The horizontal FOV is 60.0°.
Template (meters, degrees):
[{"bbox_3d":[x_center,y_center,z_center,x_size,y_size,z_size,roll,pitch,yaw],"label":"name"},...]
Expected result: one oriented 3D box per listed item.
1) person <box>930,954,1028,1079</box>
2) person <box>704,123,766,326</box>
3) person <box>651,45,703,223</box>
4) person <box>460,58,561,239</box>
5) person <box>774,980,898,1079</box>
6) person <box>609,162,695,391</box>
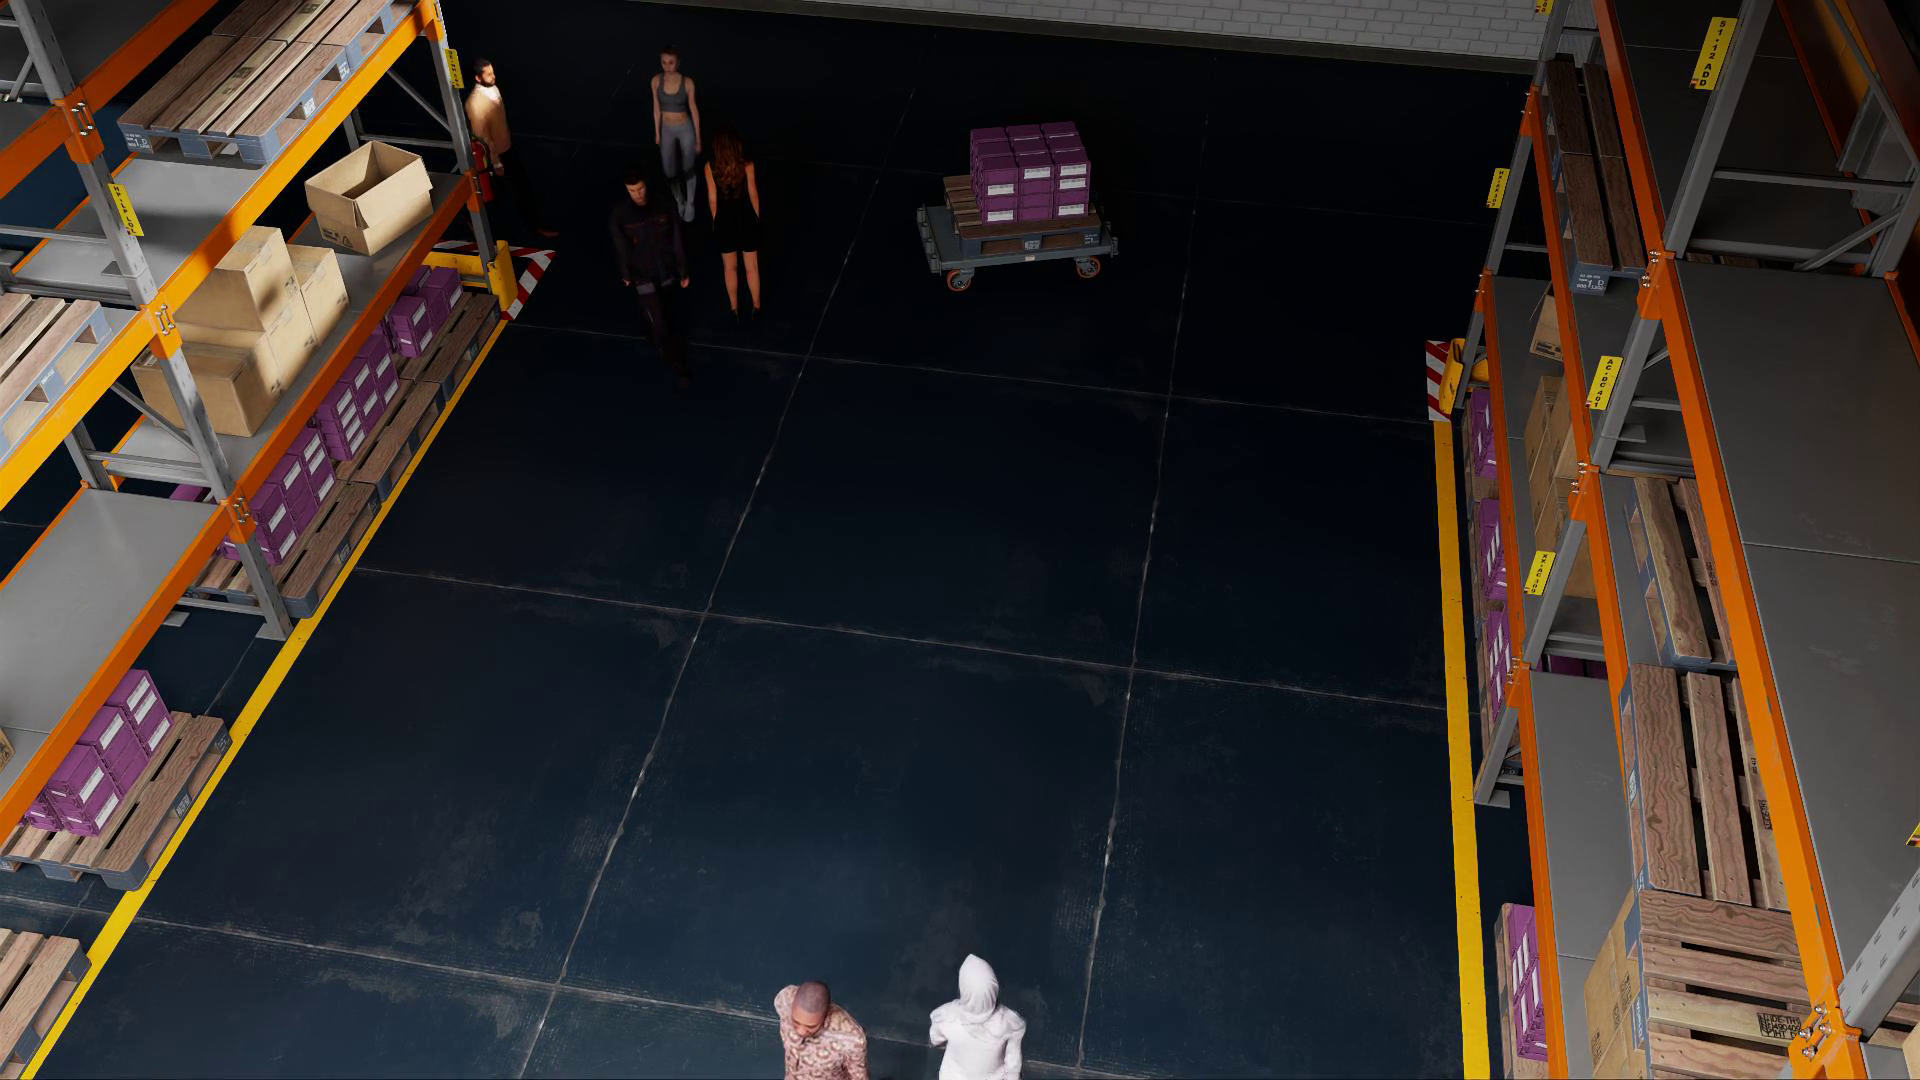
[{"bbox_3d":[0.068,2.704,8.082,0.708,1.751,0.969,0,44,0],"label":"person"},{"bbox_3d":[-1.820,-2.556,13.542,0.632,1.835,0.608,-4,44,-4],"label":"person"},{"bbox_3d":[-2.482,-3.640,14.781,0.617,1.696,0.604,3,44,3],"label":"person"},{"bbox_3d":[-4.100,-3.345,14.447,0.718,1.729,1.002,7,44,8],"label":"person"},{"bbox_3d":[-0.606,2.582,8.187,1.010,1.782,1.282,23,48,22],"label":"person"},{"bbox_3d":[-2.450,-2.188,13.124,1.211,1.880,1.309,-23,48,-22],"label":"person"}]
